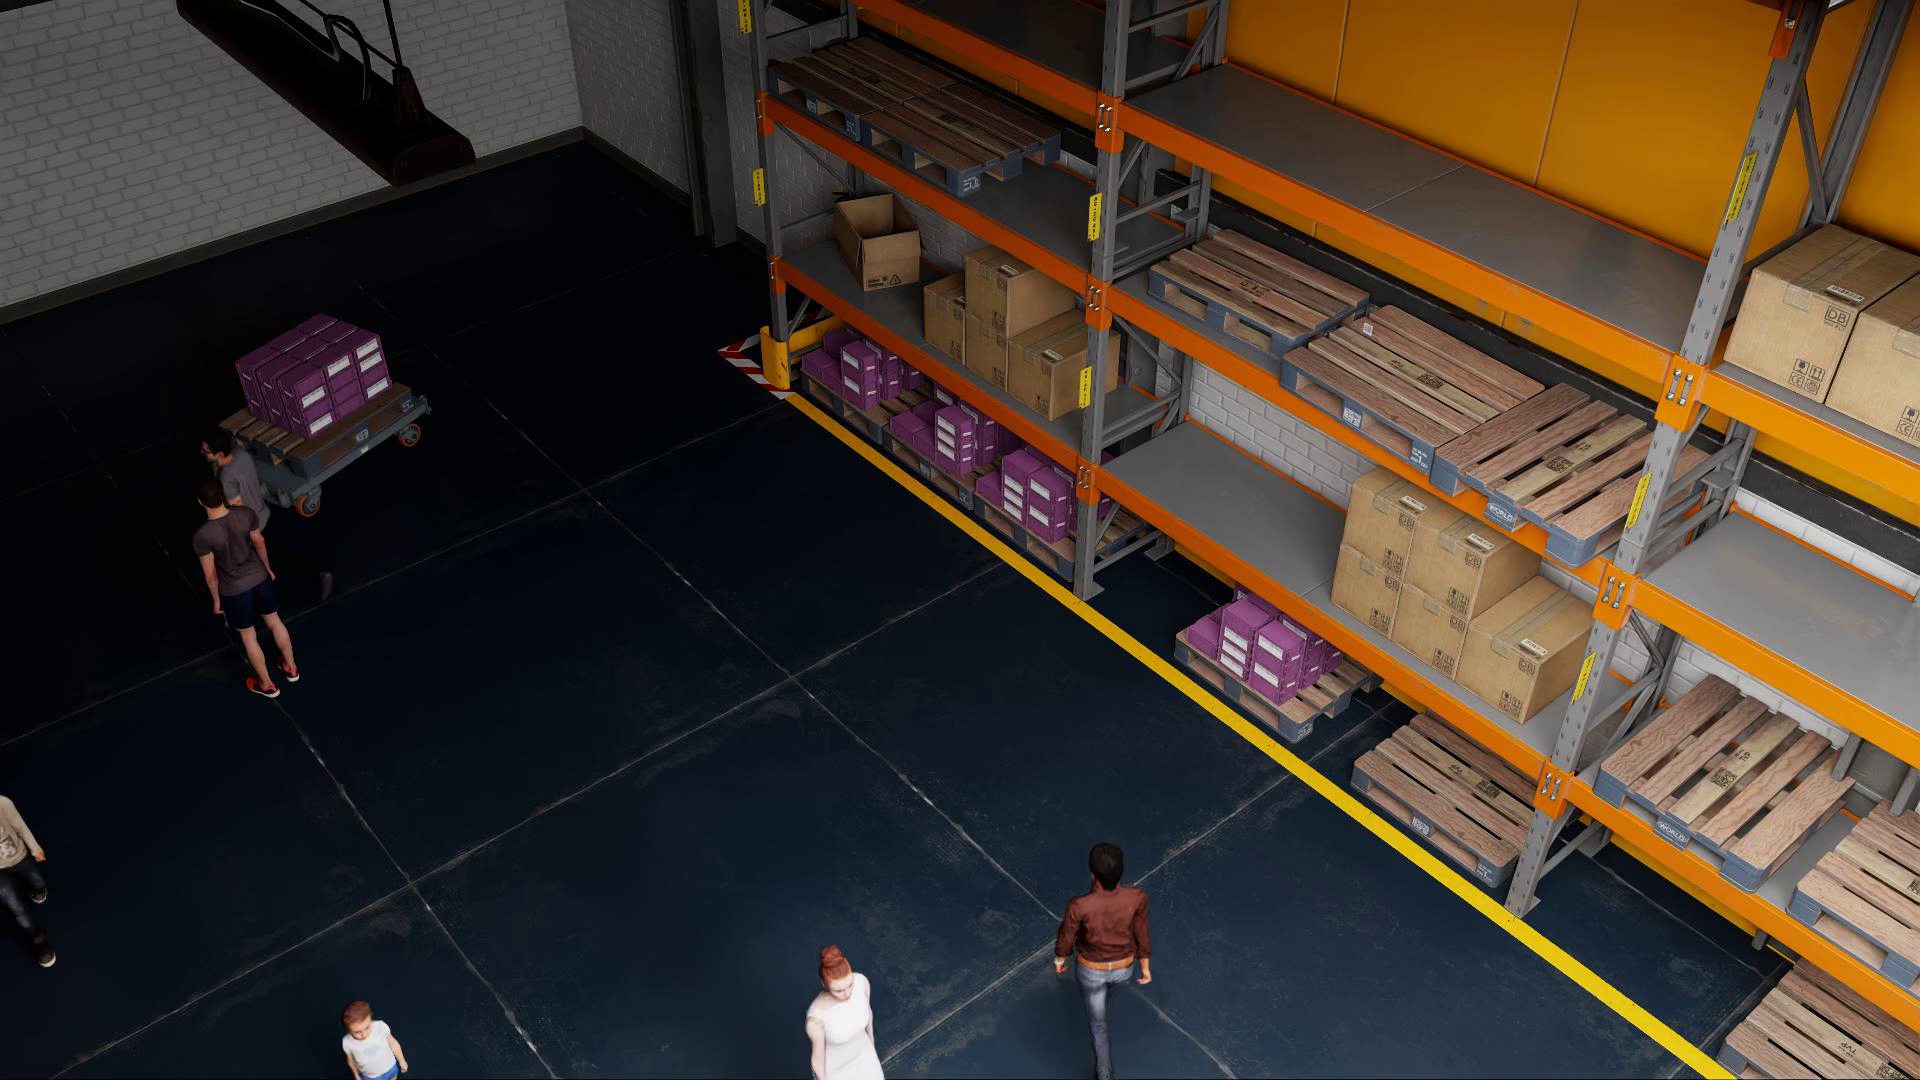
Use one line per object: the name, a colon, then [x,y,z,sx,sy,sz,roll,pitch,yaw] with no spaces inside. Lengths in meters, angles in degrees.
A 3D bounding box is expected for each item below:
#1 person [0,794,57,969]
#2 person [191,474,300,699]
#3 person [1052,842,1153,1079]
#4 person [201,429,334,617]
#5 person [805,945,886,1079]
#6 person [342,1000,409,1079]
person: [-5.739,1.869,9.976,0.567,1.443,0.920,-25,45,-28]
person: [-4.993,0.318,11.590,0.632,1.853,0.694,24,45,27]
person: [0.804,2.411,9.074,1.016,1.723,1.244,-8,39,-10]
person: [-5.146,-0.122,12.240,1.062,1.730,1.053,-1,39,-1]
person: [-0.674,2.663,8.714,0.596,1.779,0.666,-28,46,-31]
person: [-3.200,2.831,9.123,0.470,1.006,0.688,-22,44,-25]
